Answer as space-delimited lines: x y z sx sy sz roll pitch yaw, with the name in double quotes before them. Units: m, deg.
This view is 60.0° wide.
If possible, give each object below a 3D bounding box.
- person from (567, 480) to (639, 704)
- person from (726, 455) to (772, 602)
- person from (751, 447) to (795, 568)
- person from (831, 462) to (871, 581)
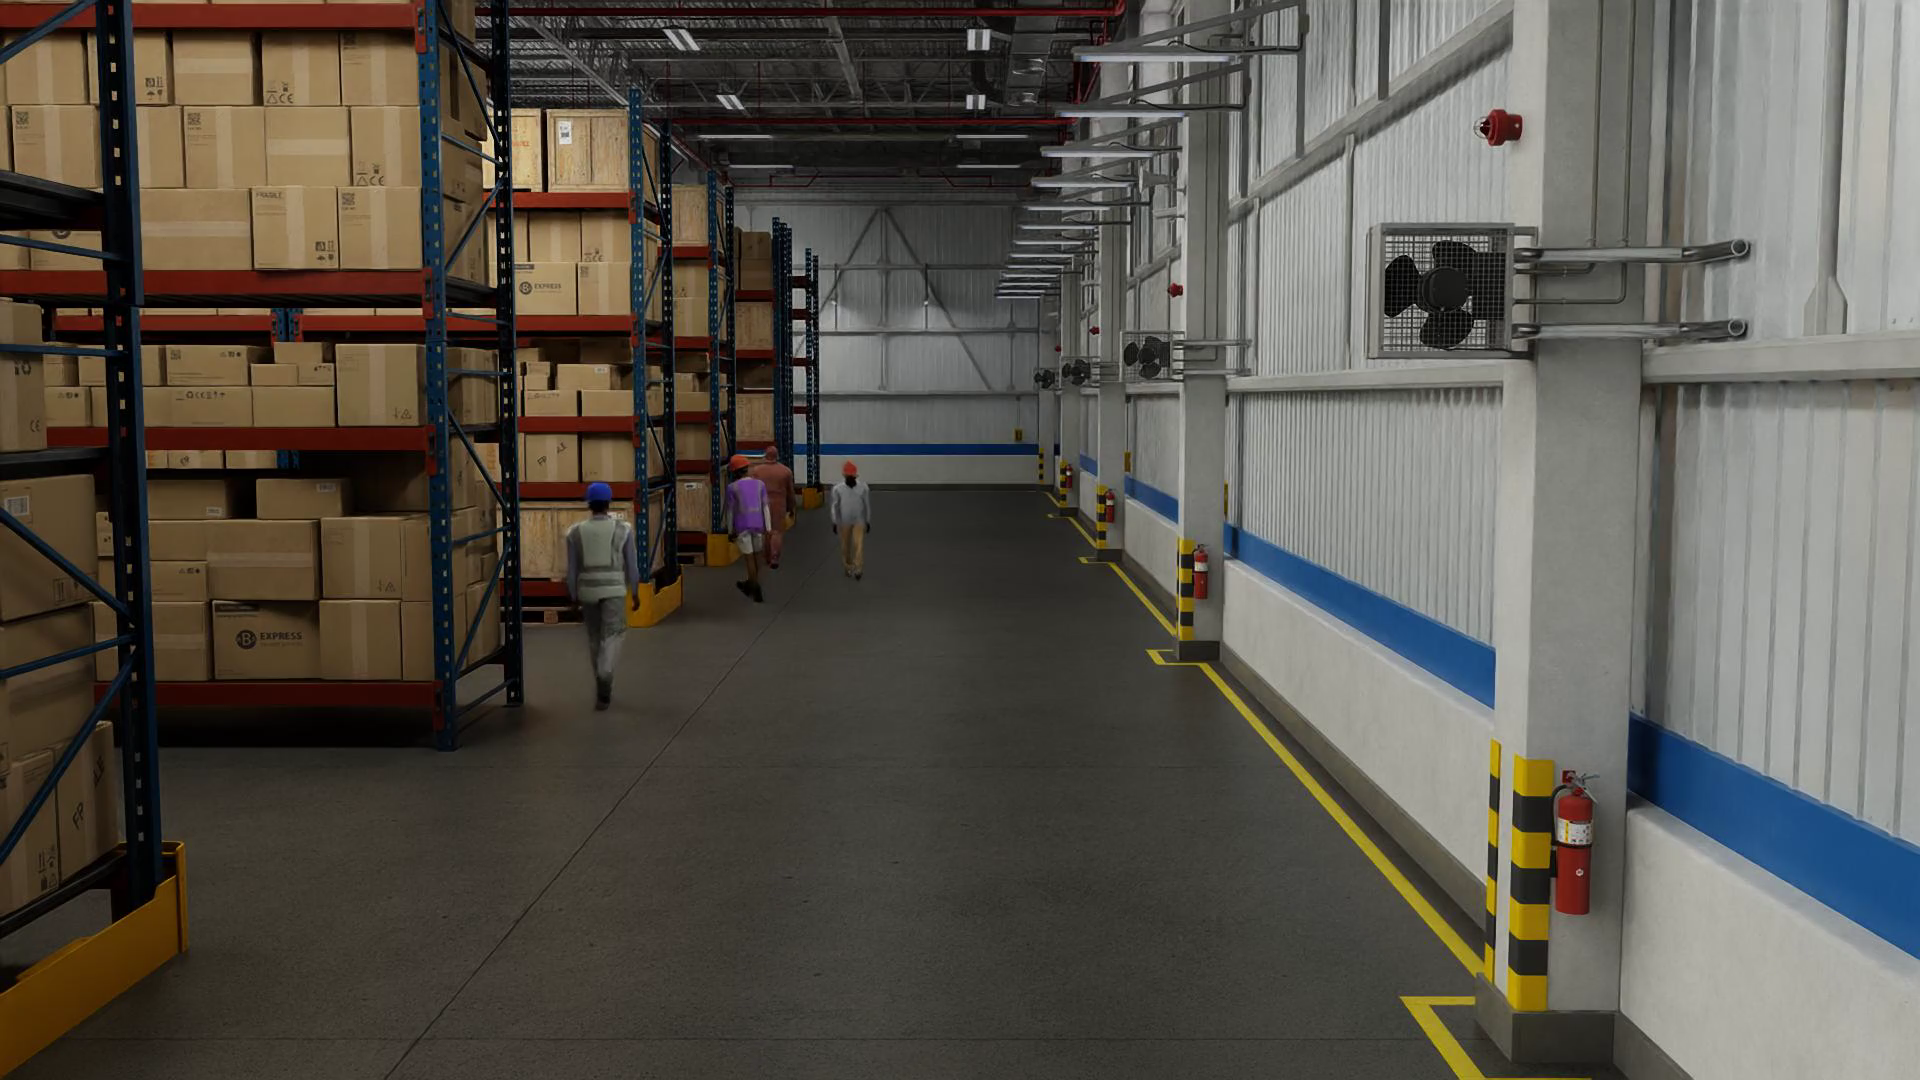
"person" -3.078 0.449 14.280 0.611 1.920 0.829 0 5 3
"person" -2.758 -0.154 21.467 0.583 1.877 0.944 -3 6 -31
"person" -2.887 -0.505 25.683 0.667 1.852 1.013 0 5 -3
"person" -1.573 -0.277 23.993 0.573 1.698 0.913 0 5 -4
